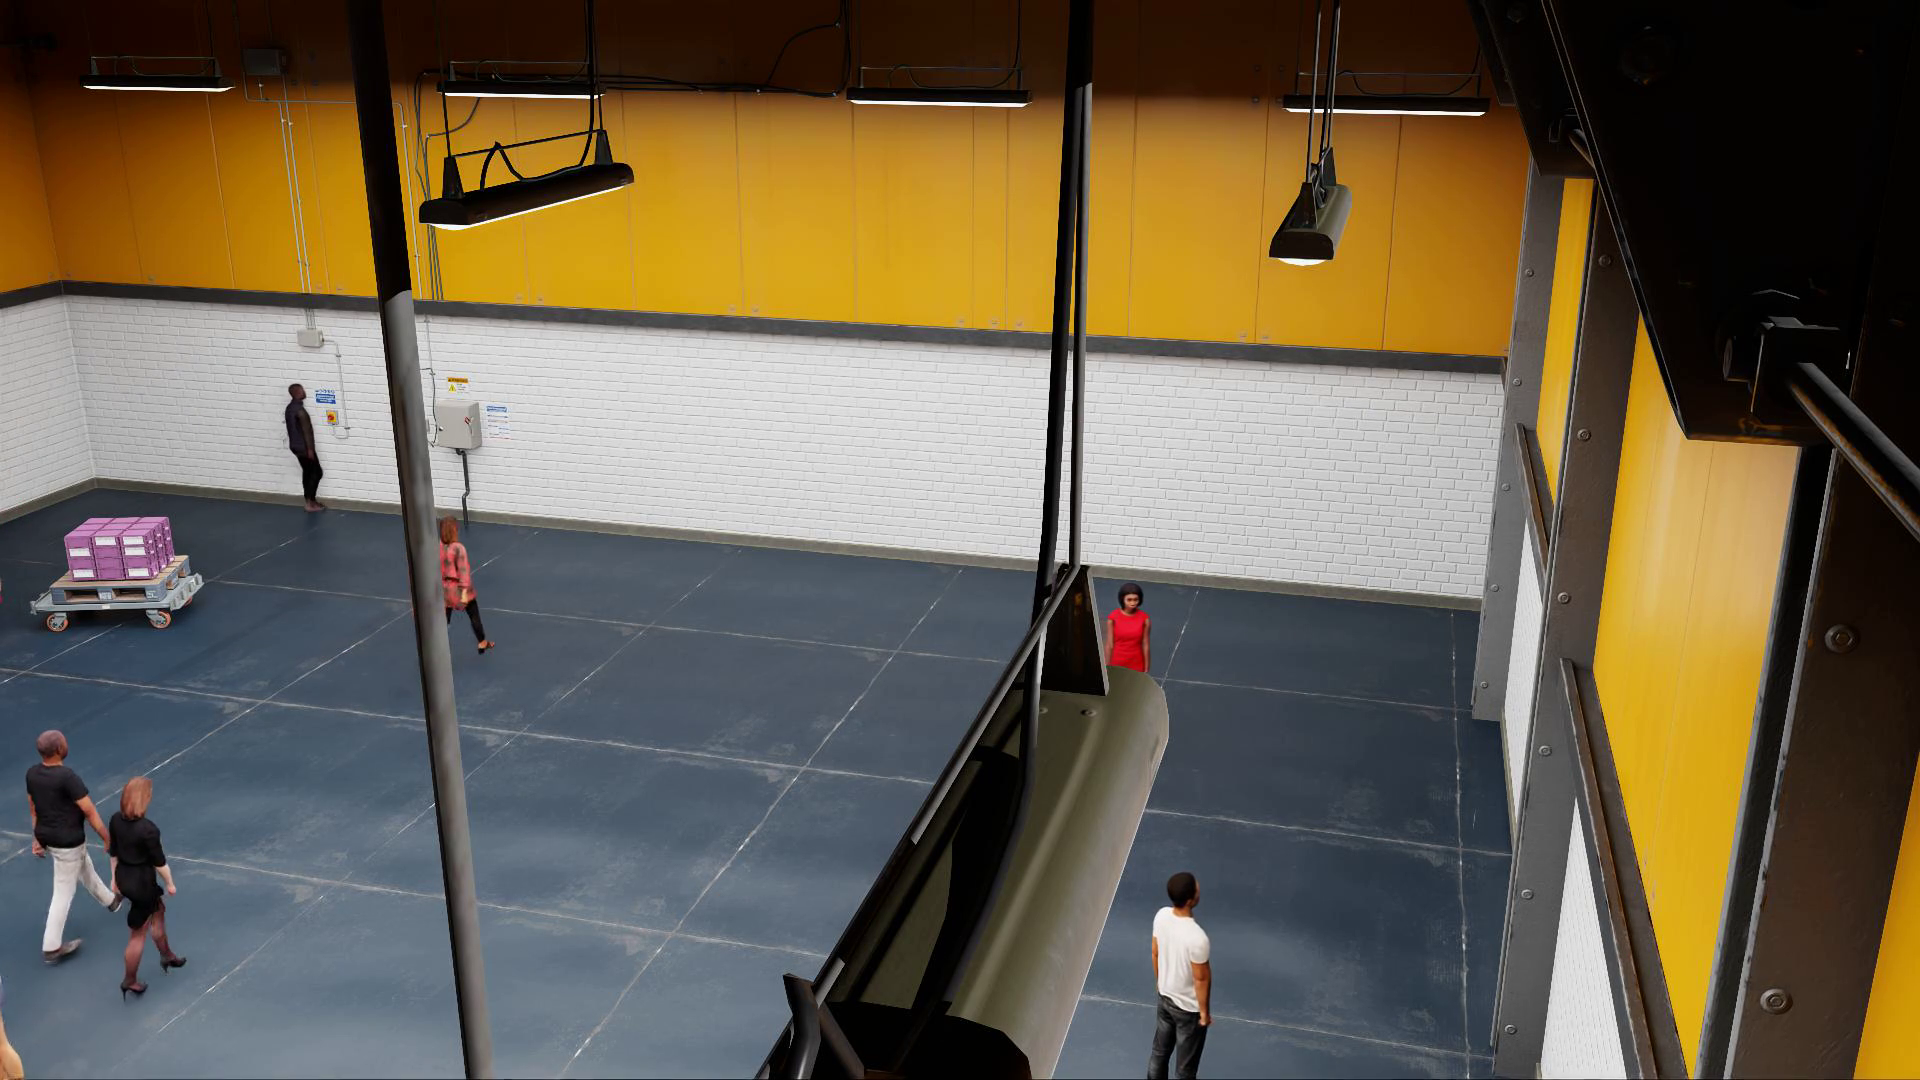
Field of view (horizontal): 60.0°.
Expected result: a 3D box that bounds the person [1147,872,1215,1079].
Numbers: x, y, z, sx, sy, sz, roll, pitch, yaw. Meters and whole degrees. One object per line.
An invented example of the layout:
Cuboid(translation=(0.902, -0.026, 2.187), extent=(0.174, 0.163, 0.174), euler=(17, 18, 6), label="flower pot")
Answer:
Cuboid(translation=(1.409, 2.942, 10.667), extent=(0.759, 1.804, 0.718), euler=(-12, 22, -32), label="person")

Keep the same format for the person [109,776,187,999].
Cuboid(translation=(-5.996, 2.562, 12.002), extent=(0.703, 1.671, 0.836), euler=(9, 20, 24), label="person")

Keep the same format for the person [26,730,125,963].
Cuboid(translation=(-6.817, 2.338, 12.541), extent=(0.790, 1.752, 1.231), euler=(7, 20, 21), label="person")

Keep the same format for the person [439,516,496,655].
Cuboid(translation=(-5.490, 0.594, 17.863), extent=(0.804, 1.661, 1.138), euler=(10, 21, 28), label="person")

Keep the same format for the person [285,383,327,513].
Cuboid(translation=(-9.173, -1.267, 23.122), extent=(0.891, 1.831, 0.867), euler=(-14, 23, -36), label="person")

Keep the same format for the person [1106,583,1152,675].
Cuboid(translation=(1.590, 1.229, 15.854), extent=(0.608, 1.740, 0.559), euler=(2, 19, 5), label="person")
